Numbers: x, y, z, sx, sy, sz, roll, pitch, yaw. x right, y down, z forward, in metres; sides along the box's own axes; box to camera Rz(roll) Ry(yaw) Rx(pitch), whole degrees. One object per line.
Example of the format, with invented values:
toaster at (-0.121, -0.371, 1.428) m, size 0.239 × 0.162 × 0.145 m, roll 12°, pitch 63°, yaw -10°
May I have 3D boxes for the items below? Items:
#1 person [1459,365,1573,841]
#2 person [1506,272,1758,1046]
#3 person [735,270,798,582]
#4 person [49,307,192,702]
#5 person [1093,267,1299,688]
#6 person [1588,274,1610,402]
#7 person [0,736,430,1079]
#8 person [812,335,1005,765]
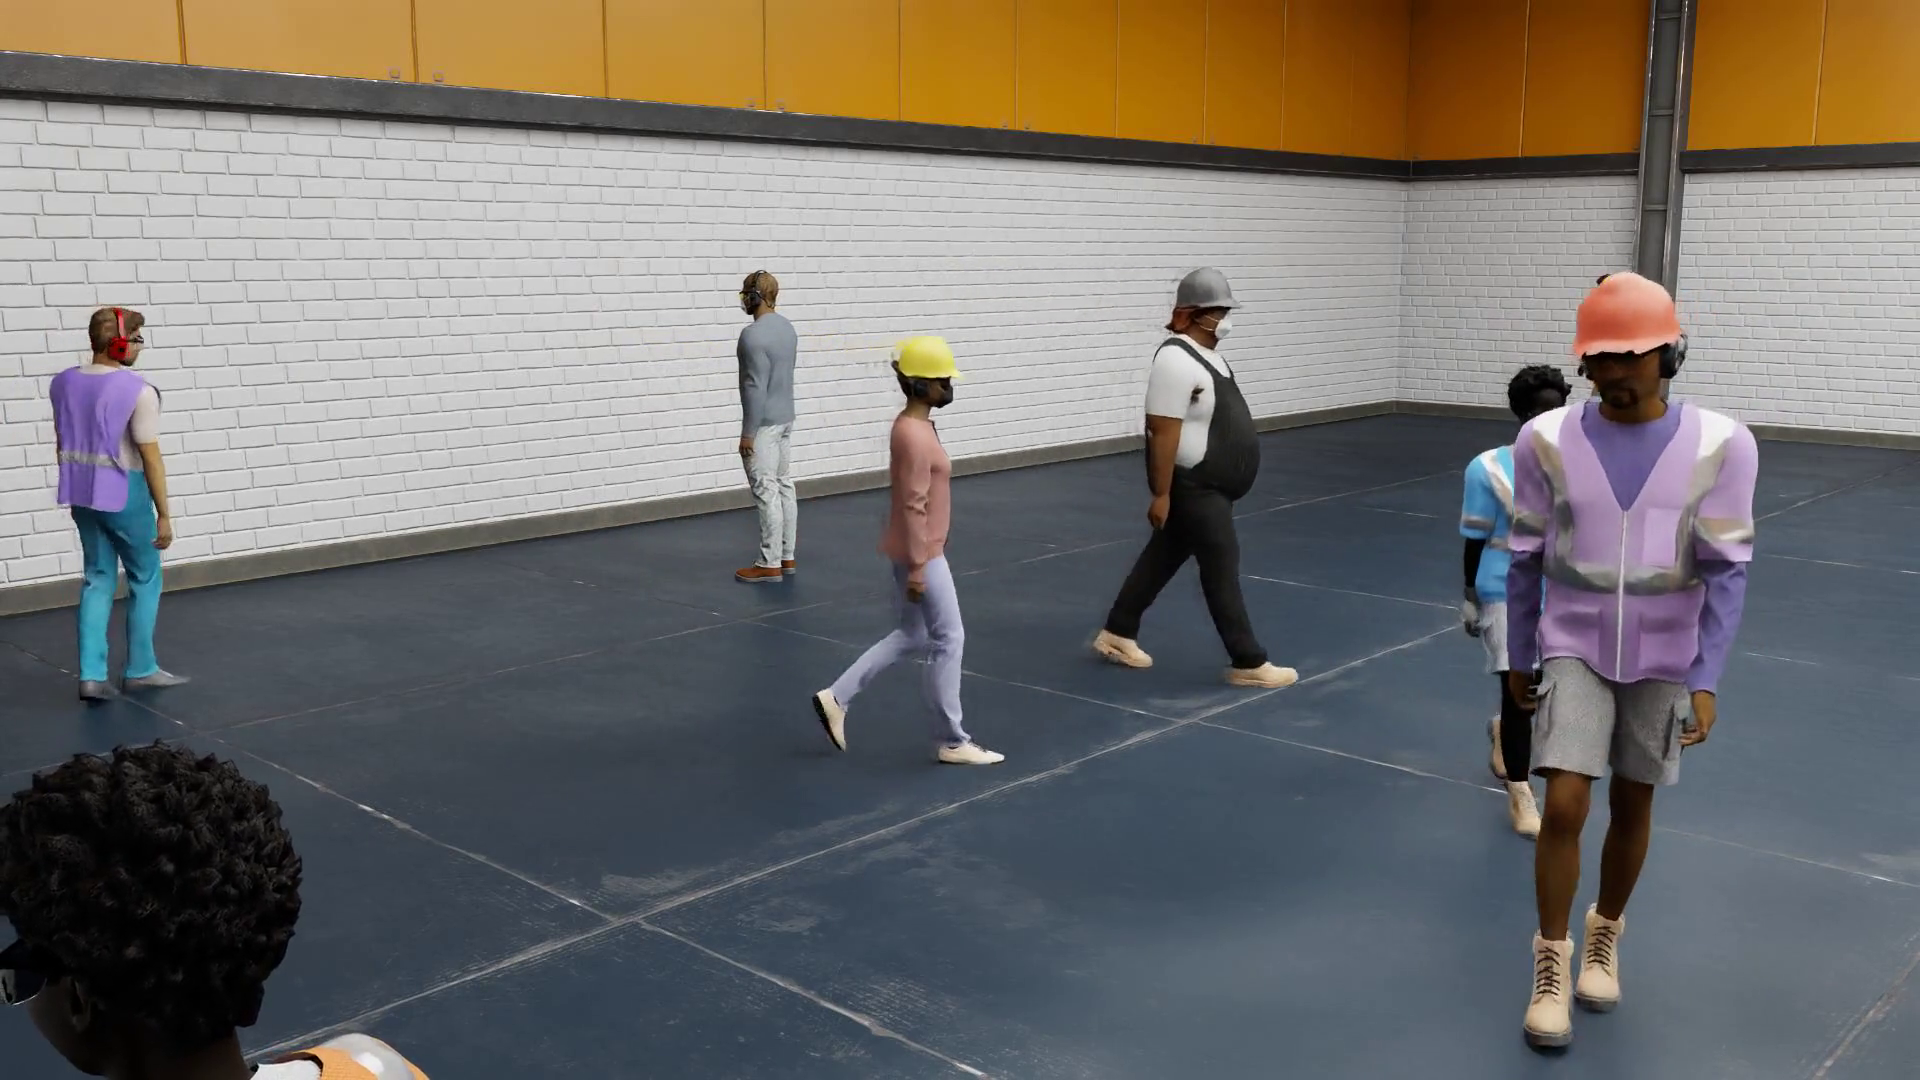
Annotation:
person at (2.061, 0.185, 6.067) m, size 0.534 × 1.669 × 0.739 m, roll -1°, pitch 10°, yaw -3°
person at (1.711, 0.323, 4.334) m, size 0.596 × 2.004 × 0.777 m, roll 4°, pitch 11°, yaw 23°
person at (-1.216, -0.707, 10.396) m, size 0.359 × 1.938 × 0.635 m, roll 3°, pitch 10°, yaw 15°
person at (-3.898, -0.146, 7.608) m, size 0.661 × 1.815 × 0.548 m, roll 2°, pitch 10°, yaw 13°
person at (1.107, -0.335, 7.990) m, size 1.032 × 2.000 × 0.689 m, roll 3°, pitch 11°, yaw 19°
person at (5.134, -1.172, 13.236) m, size 0.335 × 1.873 × 0.519 m, roll 10°, pitch 14°, yaw 44°
person at (-0.608, 0.998, 1.400) m, size 0.319 × 1.691 × 0.535 m, roll 3°, pitch 10°, yaw 16°
person at (-0.211, 0.049, 6.651) m, size 0.706 × 1.742 × 0.529 m, roll -1°, pitch 10°, yaw -7°
